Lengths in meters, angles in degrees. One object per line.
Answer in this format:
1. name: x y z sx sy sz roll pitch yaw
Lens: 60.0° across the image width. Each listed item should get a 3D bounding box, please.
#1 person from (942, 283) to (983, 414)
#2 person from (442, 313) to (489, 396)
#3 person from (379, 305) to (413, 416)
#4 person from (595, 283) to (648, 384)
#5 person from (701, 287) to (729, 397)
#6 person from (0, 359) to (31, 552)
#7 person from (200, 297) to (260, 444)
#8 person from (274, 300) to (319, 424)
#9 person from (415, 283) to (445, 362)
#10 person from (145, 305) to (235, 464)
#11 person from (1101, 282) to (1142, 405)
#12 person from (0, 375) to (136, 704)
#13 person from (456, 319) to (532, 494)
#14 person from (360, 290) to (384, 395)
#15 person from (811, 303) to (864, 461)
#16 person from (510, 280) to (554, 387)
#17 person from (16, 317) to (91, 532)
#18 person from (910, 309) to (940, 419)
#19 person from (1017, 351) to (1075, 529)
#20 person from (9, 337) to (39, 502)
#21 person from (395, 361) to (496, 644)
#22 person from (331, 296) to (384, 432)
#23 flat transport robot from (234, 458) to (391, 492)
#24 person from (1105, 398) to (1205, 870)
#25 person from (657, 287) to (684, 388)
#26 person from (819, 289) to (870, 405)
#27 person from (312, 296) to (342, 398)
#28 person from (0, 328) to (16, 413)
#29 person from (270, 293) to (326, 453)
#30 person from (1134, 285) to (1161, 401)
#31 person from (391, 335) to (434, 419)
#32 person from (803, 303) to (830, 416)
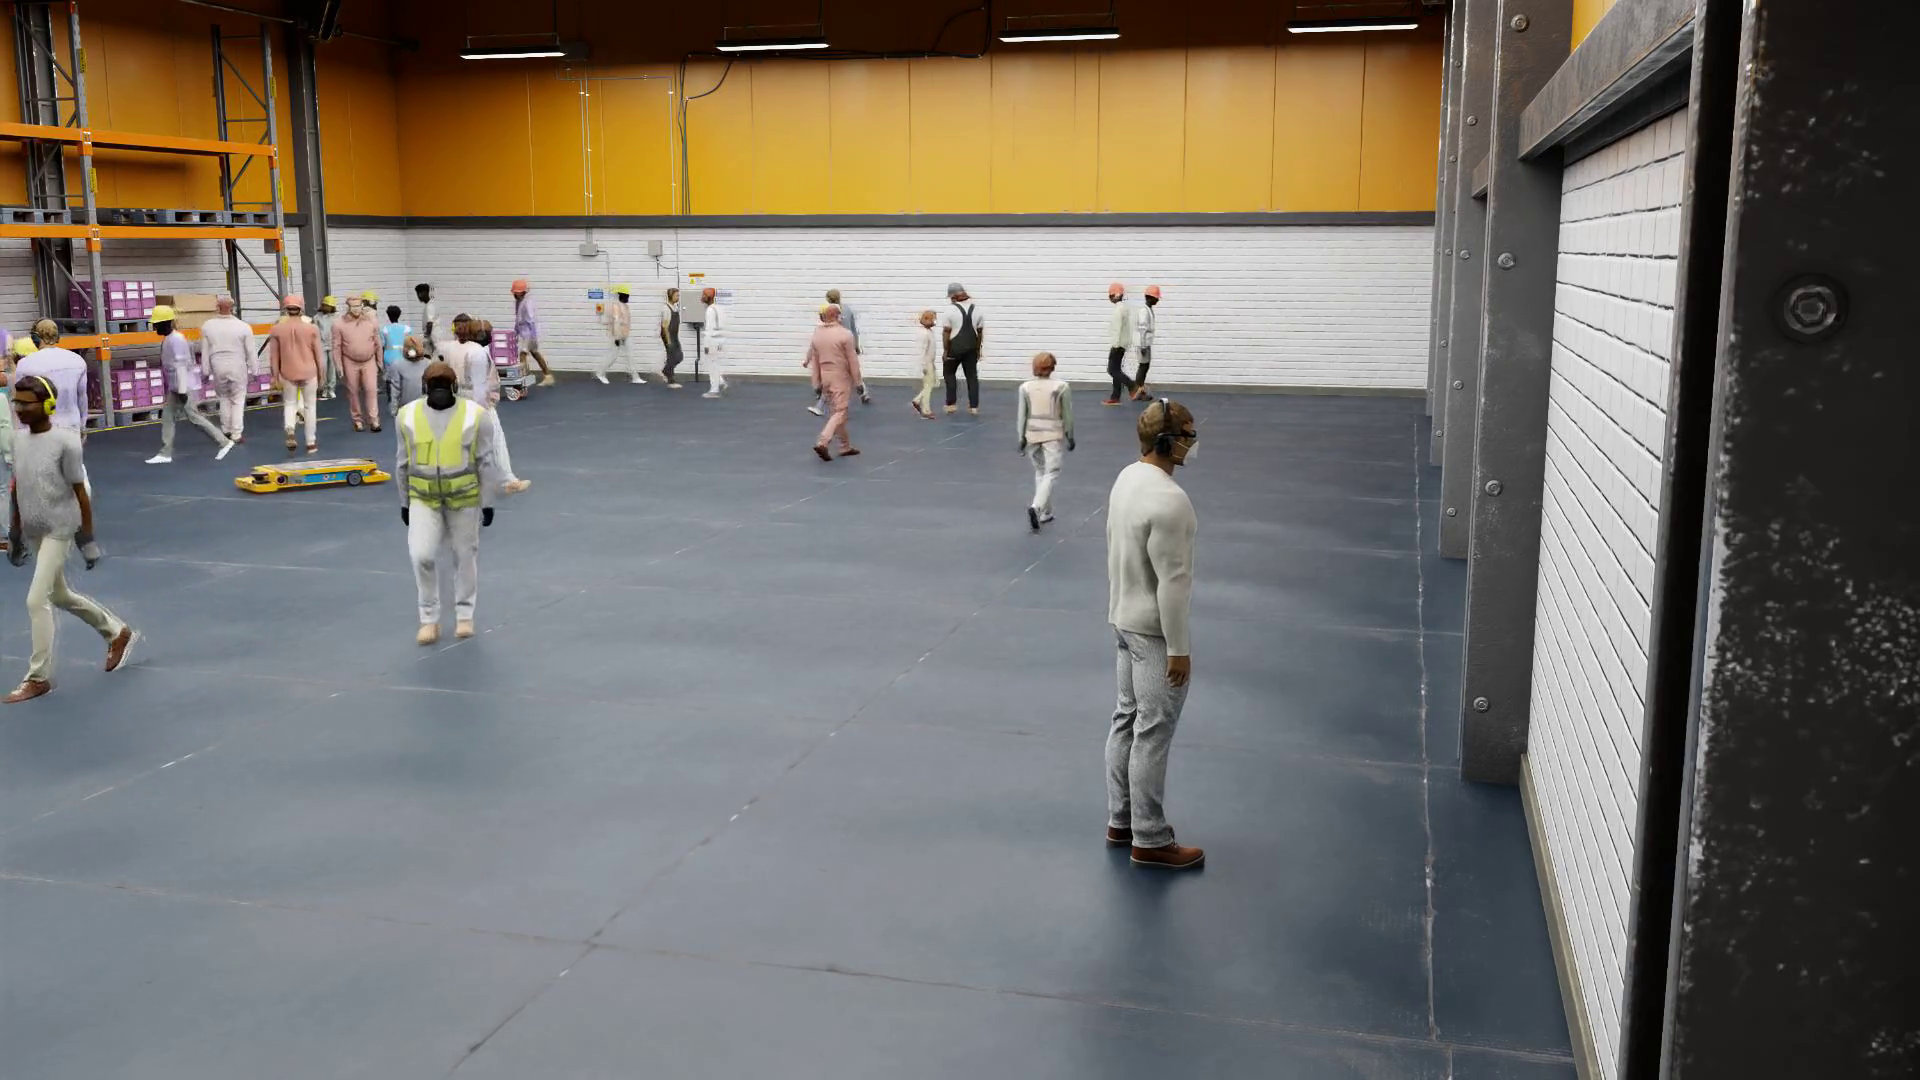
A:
1. person: -0.021 -2.952 25.465 0.719 2.000 0.801 -5 11 -28
2. person: -5.270 -1.493 17.758 0.554 1.842 0.574 -2 10 -9
3. person: -8.410 -2.667 24.866 0.531 1.678 0.381 -4 11 -21
4. person: -6.351 -3.836 30.933 0.956 1.880 0.592 2 10 14
5. person: -4.219 -3.333 28.116 0.415 1.865 0.597 1 10 4
6. person: -8.089 -0.720 13.977 0.501 1.633 0.281 8 13 38
7. person: -9.450 -2.198 21.611 0.682 1.888 0.560 -1 10 -5
8. person: -9.492 -2.561 23.861 0.656 1.823 0.444 1 10 7
9. person: -9.286 -3.616 29.588 0.956 1.922 0.674 -4 11 -22
10. person: -9.176 -1.848 19.704 0.930 1.880 0.635 -8 13 -38
11. person: 2.597 -3.138 26.707 0.568 1.981 0.628 2 10 13
12. person: -5.214 -0.045 9.612 0.524 1.843 0.910 5 11 25
13. person: -4.831 -1.361 17.104 0.848 1.806 0.644 -7 12 -33
14. person: -10.116 -3.346 28.393 0.598 1.808 0.613 -9 13 -41
15. person: -1.493 -1.903 19.992 0.888 1.876 0.647 -10 14 -44
16. person: -7.688 -3.673 29.791 0.955 1.974 0.657 -7 12 -33
17. person: -7.897 -0.966 14.509 0.373 1.940 0.628 4 11 24
18. person: -0.491 -2.596 24.624 0.403 1.623 0.514 2 10 9
19. person: 0.752 -0.914 15.139 0.510 1.612 0.753 5 11 28
20. person: -8.479 -0.952 15.004 0.537 1.747 0.621 9 13 41
21. person: -3.318 -0.234 10.721 0.639 1.819 0.649 -2 10 -9
22. person: -8.201 -2.388 22.728 0.677 1.870 0.915 -5 11 -27
23. flat transport robot: -6.901 -0.705 17.750 1.431 0.197 0.652 -9 13 -40
24. person: 0.798 0.382 6.873 0.354 1.937 0.635 -3 10 -14
25. person: -5.226 -3.635 29.940 0.454 1.826 0.504 3 10 17
26. person: -1.837 -3.119 26.903 0.957 1.885 0.662 4 11 23
27. person: -10.668 -3.253 28.084 0.518 1.720 0.369 -4 11 -23
28. person: -11.781 -1.926 20.260 0.599 1.834 0.458 2 10 9
29. person: -8.149 -2.039 20.489 0.622 1.977 0.553 -2 10 -13
30. person: 3.113 -3.255 27.544 0.442 1.913 0.556 4 11 20
31. person: -6.032 -1.484 18.457 0.530 1.604 0.740 -3 10 -16
32. person: -1.971 -2.635 24.601 0.934 1.714 0.534 8 13 37
